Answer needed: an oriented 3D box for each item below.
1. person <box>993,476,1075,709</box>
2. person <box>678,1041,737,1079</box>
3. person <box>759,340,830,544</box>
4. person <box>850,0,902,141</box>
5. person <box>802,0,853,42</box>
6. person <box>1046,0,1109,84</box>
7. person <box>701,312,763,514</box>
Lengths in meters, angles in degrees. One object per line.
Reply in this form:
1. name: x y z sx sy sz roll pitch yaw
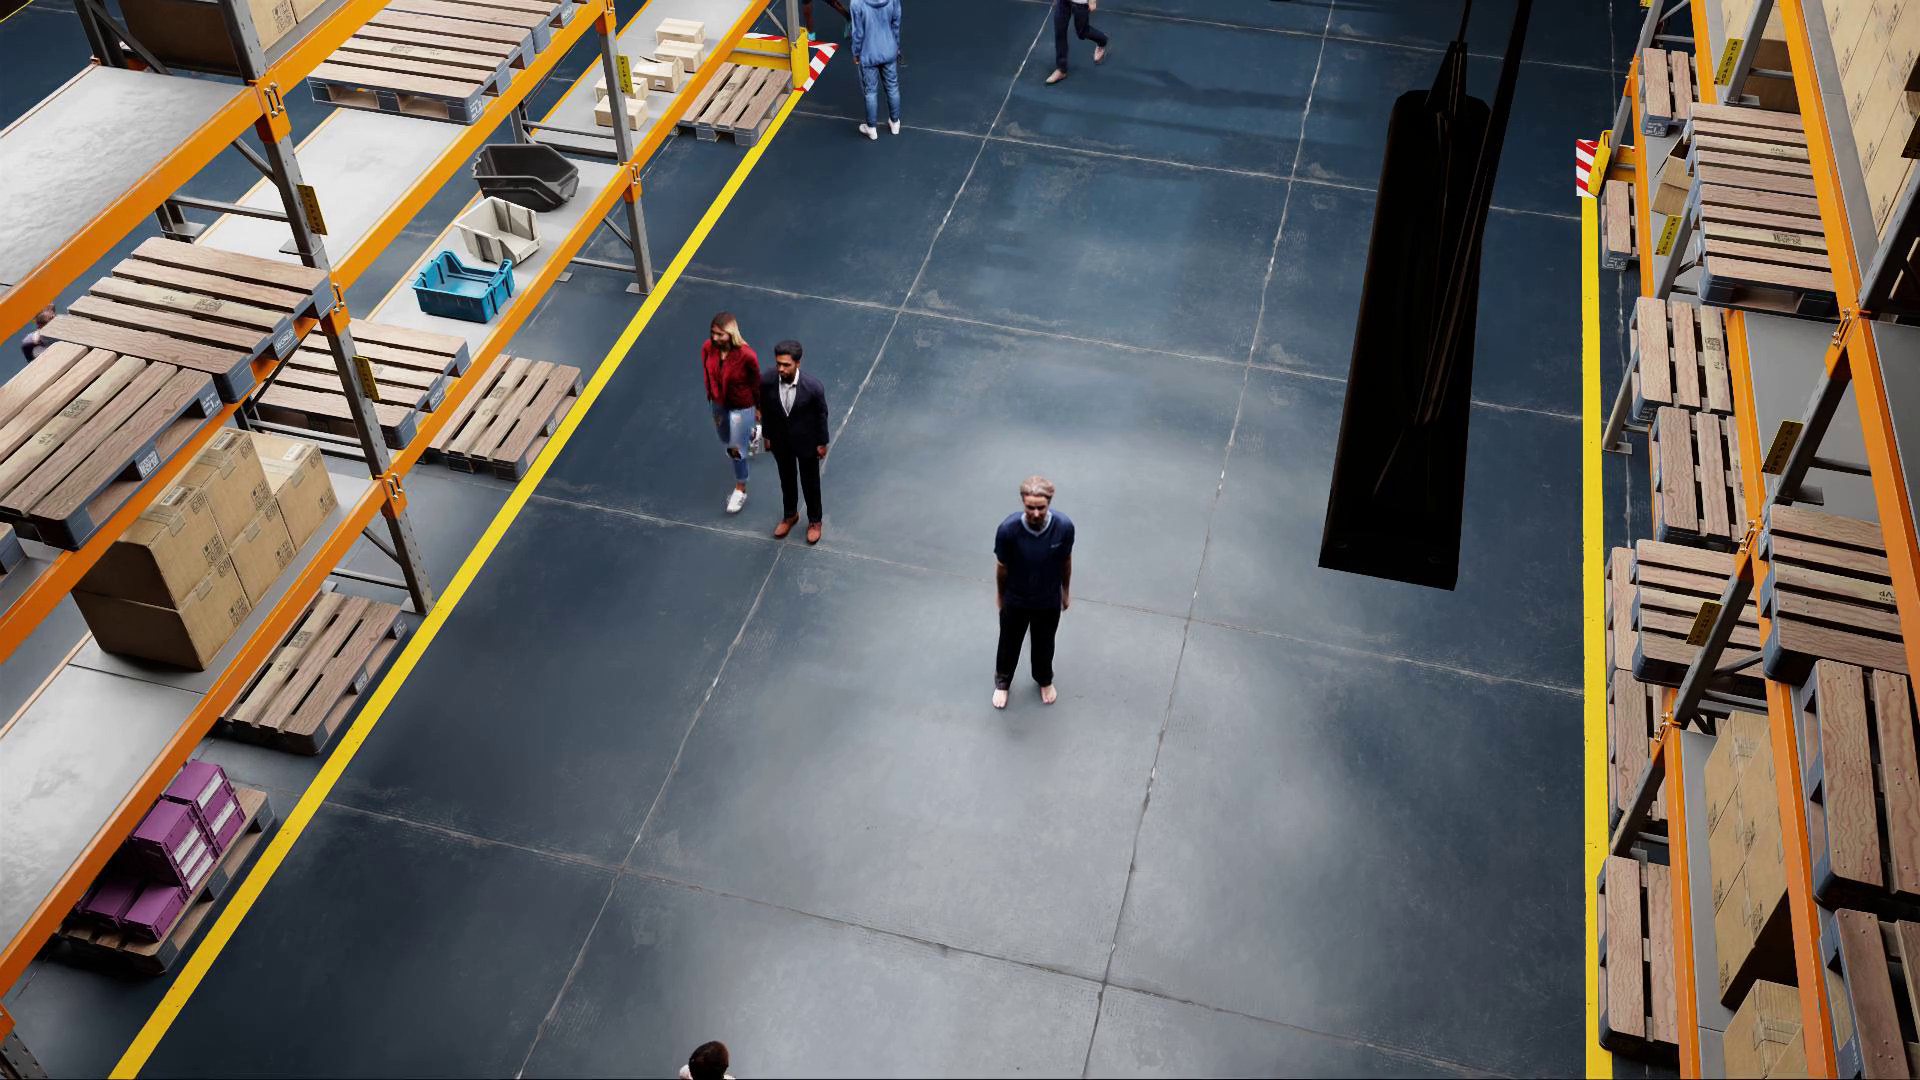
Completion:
1. person: 0.449 0.330 10.549 0.724 1.871 0.671 -3 44 -3
2. person: -1.173 2.884 8.170 0.591 1.455 0.644 17 46 17
3. person: -1.153 -0.711 11.748 0.636 1.724 0.505 9 44 10
4. person: -0.792 -4.697 15.869 0.759 1.811 0.780 -15 46 -15
5. person: -1.439 -5.955 17.270 0.665 1.701 0.923 14 45 14
6. person: 1.207 -5.536 16.735 0.981 1.832 1.158 33 53 30
7. person: -1.623 -1.026 12.158 0.695 1.615 1.025 16 46 16
